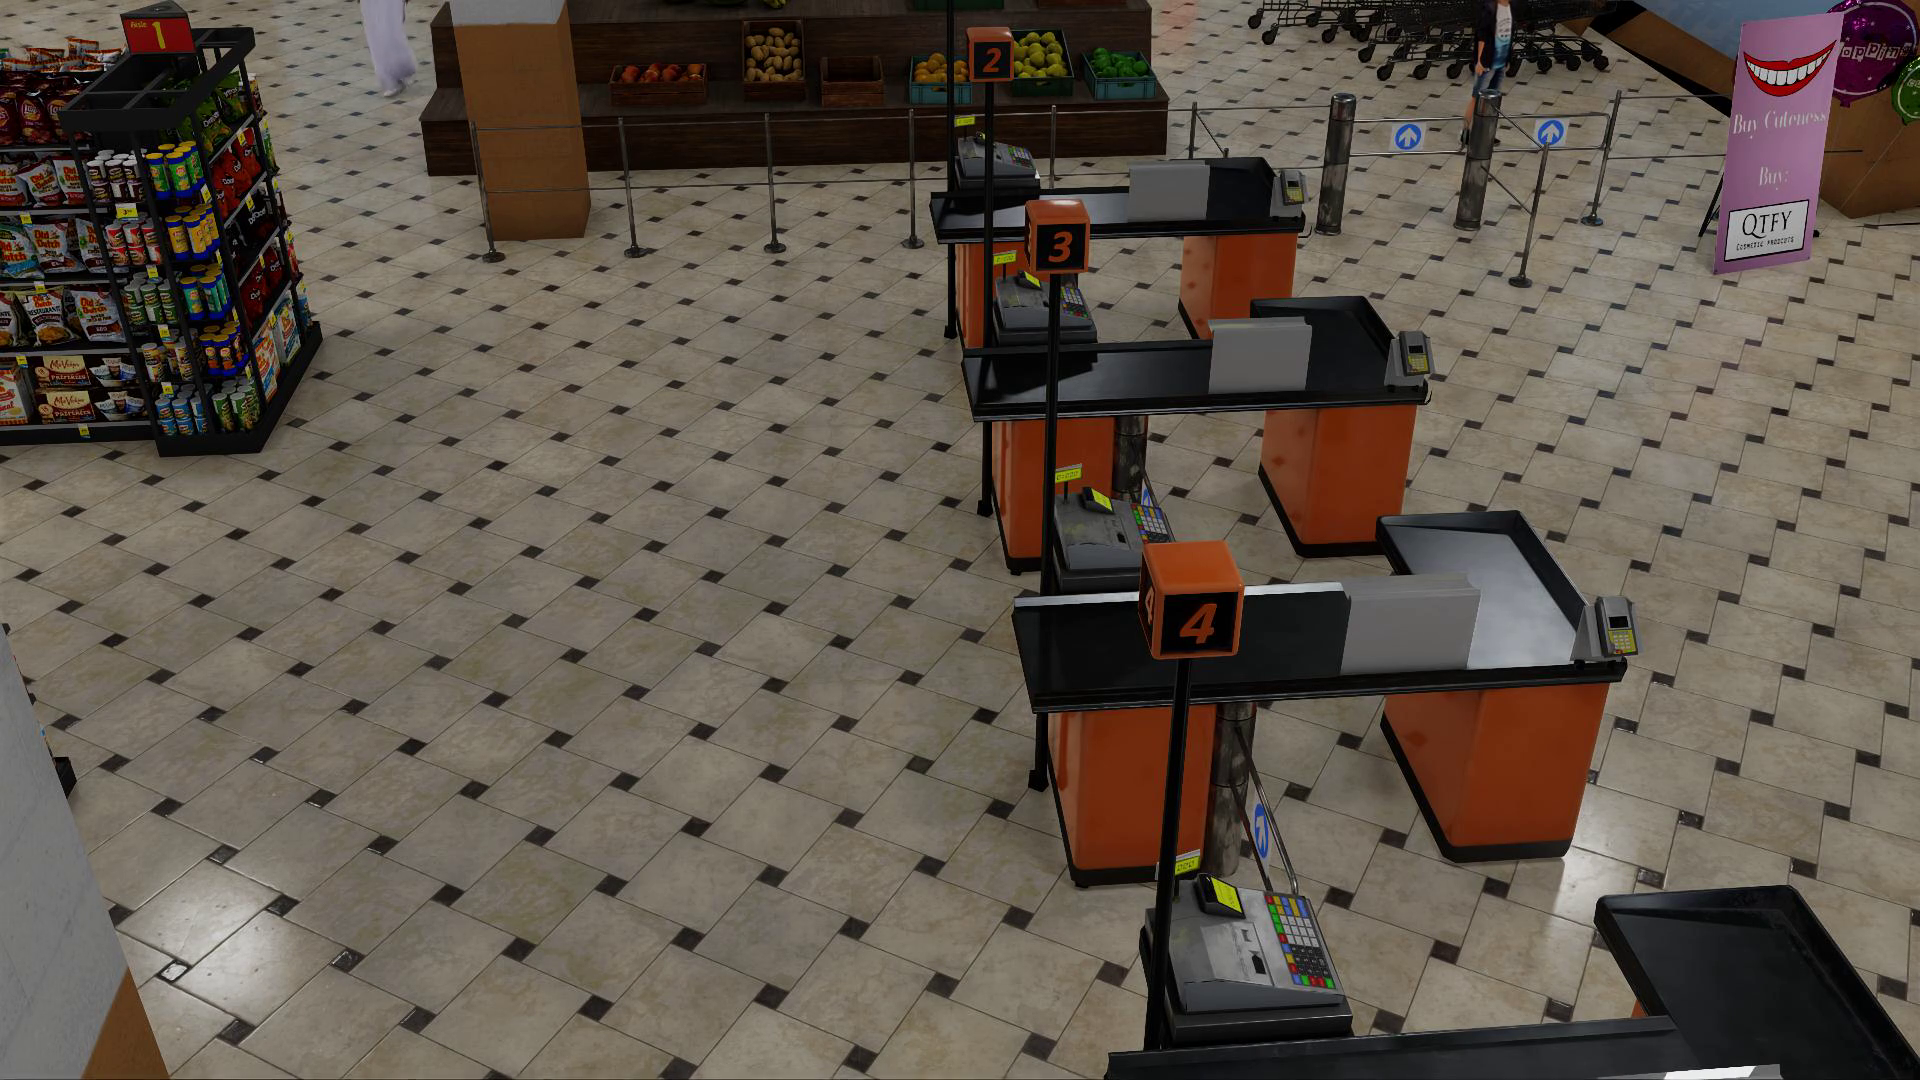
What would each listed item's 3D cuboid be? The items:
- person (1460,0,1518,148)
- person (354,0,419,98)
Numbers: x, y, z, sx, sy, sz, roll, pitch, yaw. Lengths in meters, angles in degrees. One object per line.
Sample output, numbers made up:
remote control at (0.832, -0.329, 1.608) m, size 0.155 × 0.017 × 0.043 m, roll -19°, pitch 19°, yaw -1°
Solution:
person at (4.372, -3.953, 13.645) m, size 0.575 × 1.446 × 0.670 m, roll -18°, pitch 36°, yaw -27°
person at (-5.108, -4.949, 14.802) m, size 0.817 × 1.915 × 0.872 m, roll 5°, pitch 32°, yaw 9°
